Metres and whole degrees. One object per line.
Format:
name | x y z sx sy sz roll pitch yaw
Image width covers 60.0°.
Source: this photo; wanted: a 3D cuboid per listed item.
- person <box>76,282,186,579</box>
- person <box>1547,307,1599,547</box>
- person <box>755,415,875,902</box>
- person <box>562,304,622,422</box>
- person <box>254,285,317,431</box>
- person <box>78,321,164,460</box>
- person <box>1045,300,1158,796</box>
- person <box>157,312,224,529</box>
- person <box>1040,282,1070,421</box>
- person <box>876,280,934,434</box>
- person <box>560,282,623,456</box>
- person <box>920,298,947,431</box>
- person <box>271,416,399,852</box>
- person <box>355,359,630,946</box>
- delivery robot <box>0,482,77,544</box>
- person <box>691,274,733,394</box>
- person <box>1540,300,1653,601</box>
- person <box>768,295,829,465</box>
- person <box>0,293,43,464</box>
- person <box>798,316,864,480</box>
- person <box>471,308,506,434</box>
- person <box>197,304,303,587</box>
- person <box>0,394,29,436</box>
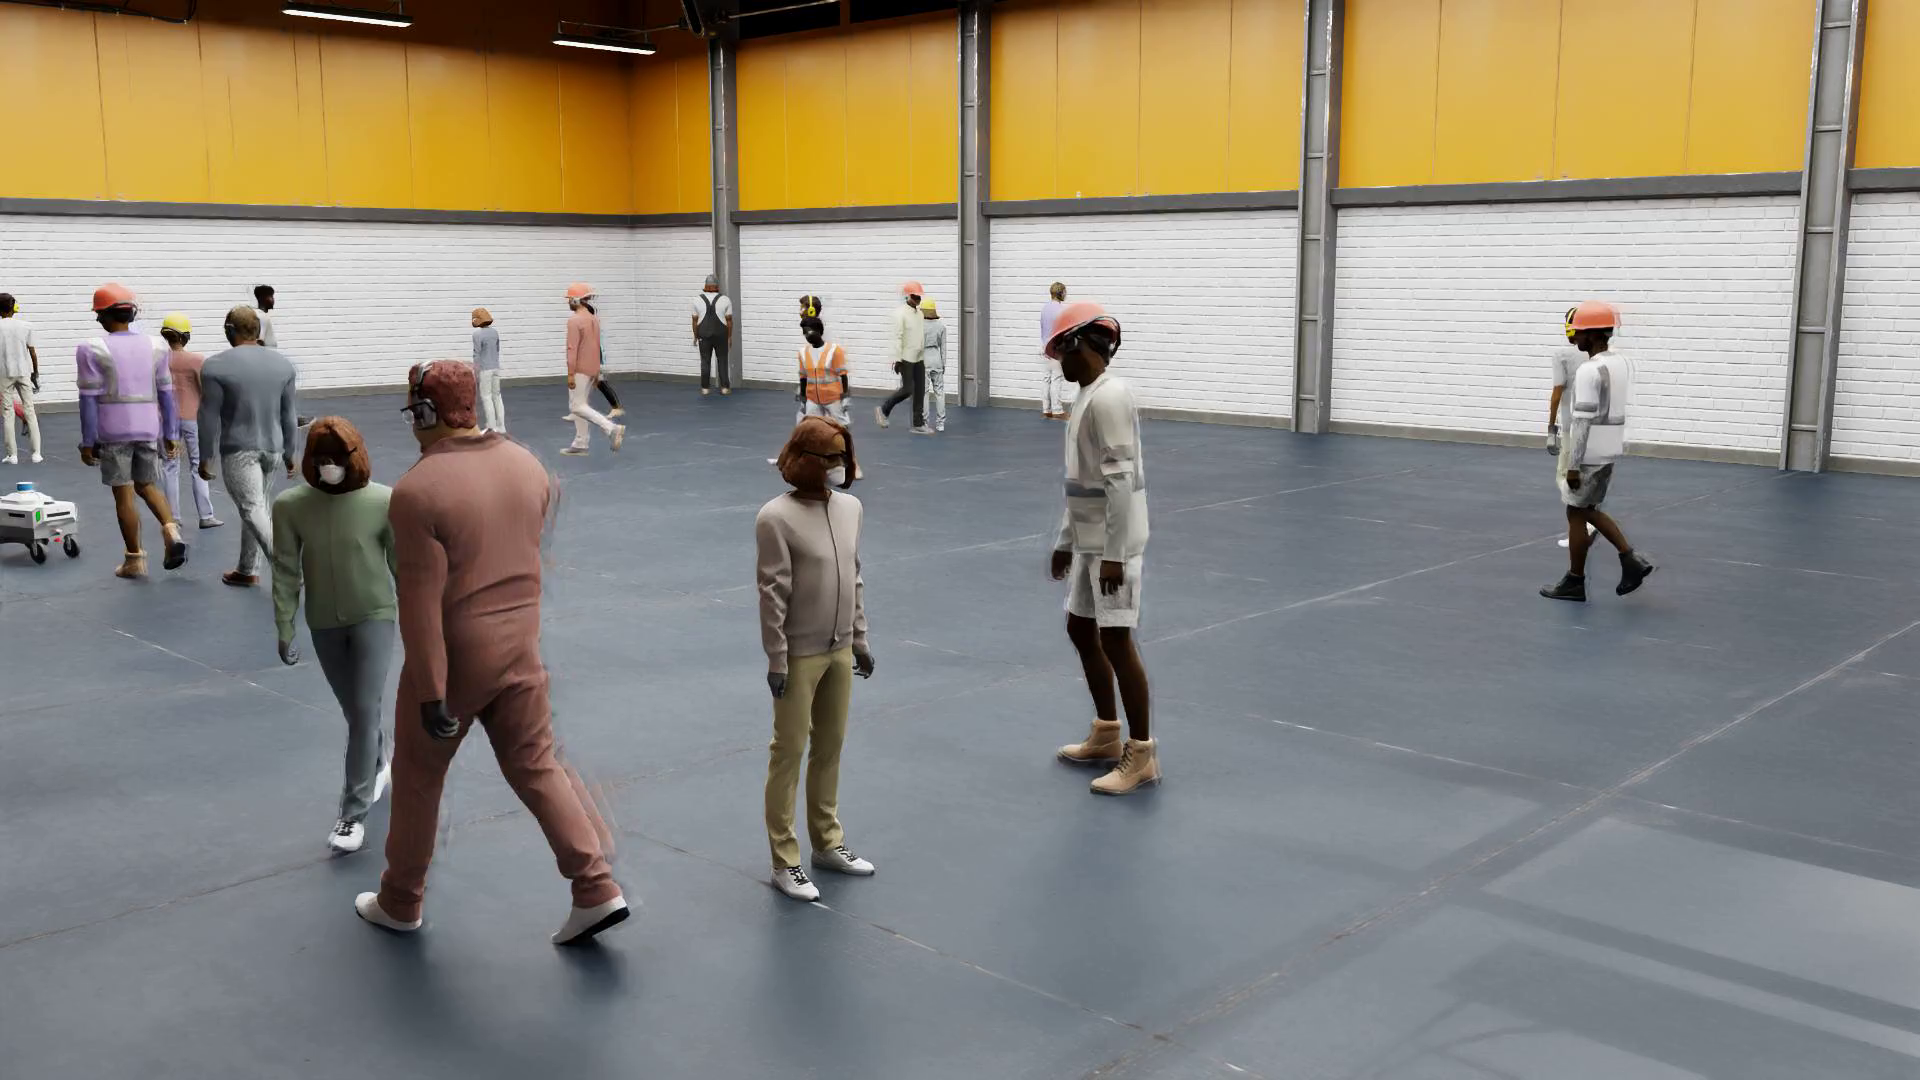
person | -5.643 -0.728 11.311 0.536 2.031 0.606 6 11 34
person | 4.658 -0.811 12.389 0.570 1.844 0.539 -2 9 -11
person | -0.487 0.389 5.679 0.285 1.632 0.498 7 11 36
person | -5.131 -2.478 23.223 0.886 1.642 0.534 -4 10 -25
person | -9.013 -2.359 21.671 1.015 1.907 0.645 -5 11 -29
person | -9.344 -1.821 18.509 0.965 1.865 0.597 0 9 2
person | 0.596 0.021 6.860 0.449 1.992 0.678 -1 9 -6
person | -6.338 -0.965 13.567 0.523 1.769 0.323 0 9 0
person | 1.345 -2.645 23.341 0.372 1.941 0.627 -4 10 -22
person | -0.690 -2.347 21.419 0.675 1.977 0.624 5 11 30
person | -4.175 -1.907 18.706 0.751 1.971 0.619 2 9 12
person | -0.412 -2.292 21.776 0.490 1.743 0.324 -4 10 -24
person | -2.295 0.316 6.293 0.504 1.597 0.894 0 9 -1
person | -1.482 0.364 5.204 0.955 1.855 0.641 6 11 32
delivery robot | -6.833 -0.182 12.183 0.707 0.478 0.477 4 10 26
person | -4.191 -3.492 28.224 0.688 2.000 0.535 0 9 -3
person | 4.025 -0.541 10.483 0.570 1.925 0.568 -9 13 -44
person | -1.612 -1.616 17.333 0.905 1.830 0.531 -1 9 -3
person | -10.322 -1.759 18.139 0.518 1.865 0.326 -7 12 -38
person | -1.314 -1.402 16.581 0.572 1.664 0.589 4 10 25
person | -6.073 -2.159 21.347 0.307 1.624 0.495 4 10 22
person | -4.576 -0.576 10.799 0.973 1.906 0.640 6 11 33
person | -12.033 -2.134 20.820 0.531 1.730 0.682 8 12 41
